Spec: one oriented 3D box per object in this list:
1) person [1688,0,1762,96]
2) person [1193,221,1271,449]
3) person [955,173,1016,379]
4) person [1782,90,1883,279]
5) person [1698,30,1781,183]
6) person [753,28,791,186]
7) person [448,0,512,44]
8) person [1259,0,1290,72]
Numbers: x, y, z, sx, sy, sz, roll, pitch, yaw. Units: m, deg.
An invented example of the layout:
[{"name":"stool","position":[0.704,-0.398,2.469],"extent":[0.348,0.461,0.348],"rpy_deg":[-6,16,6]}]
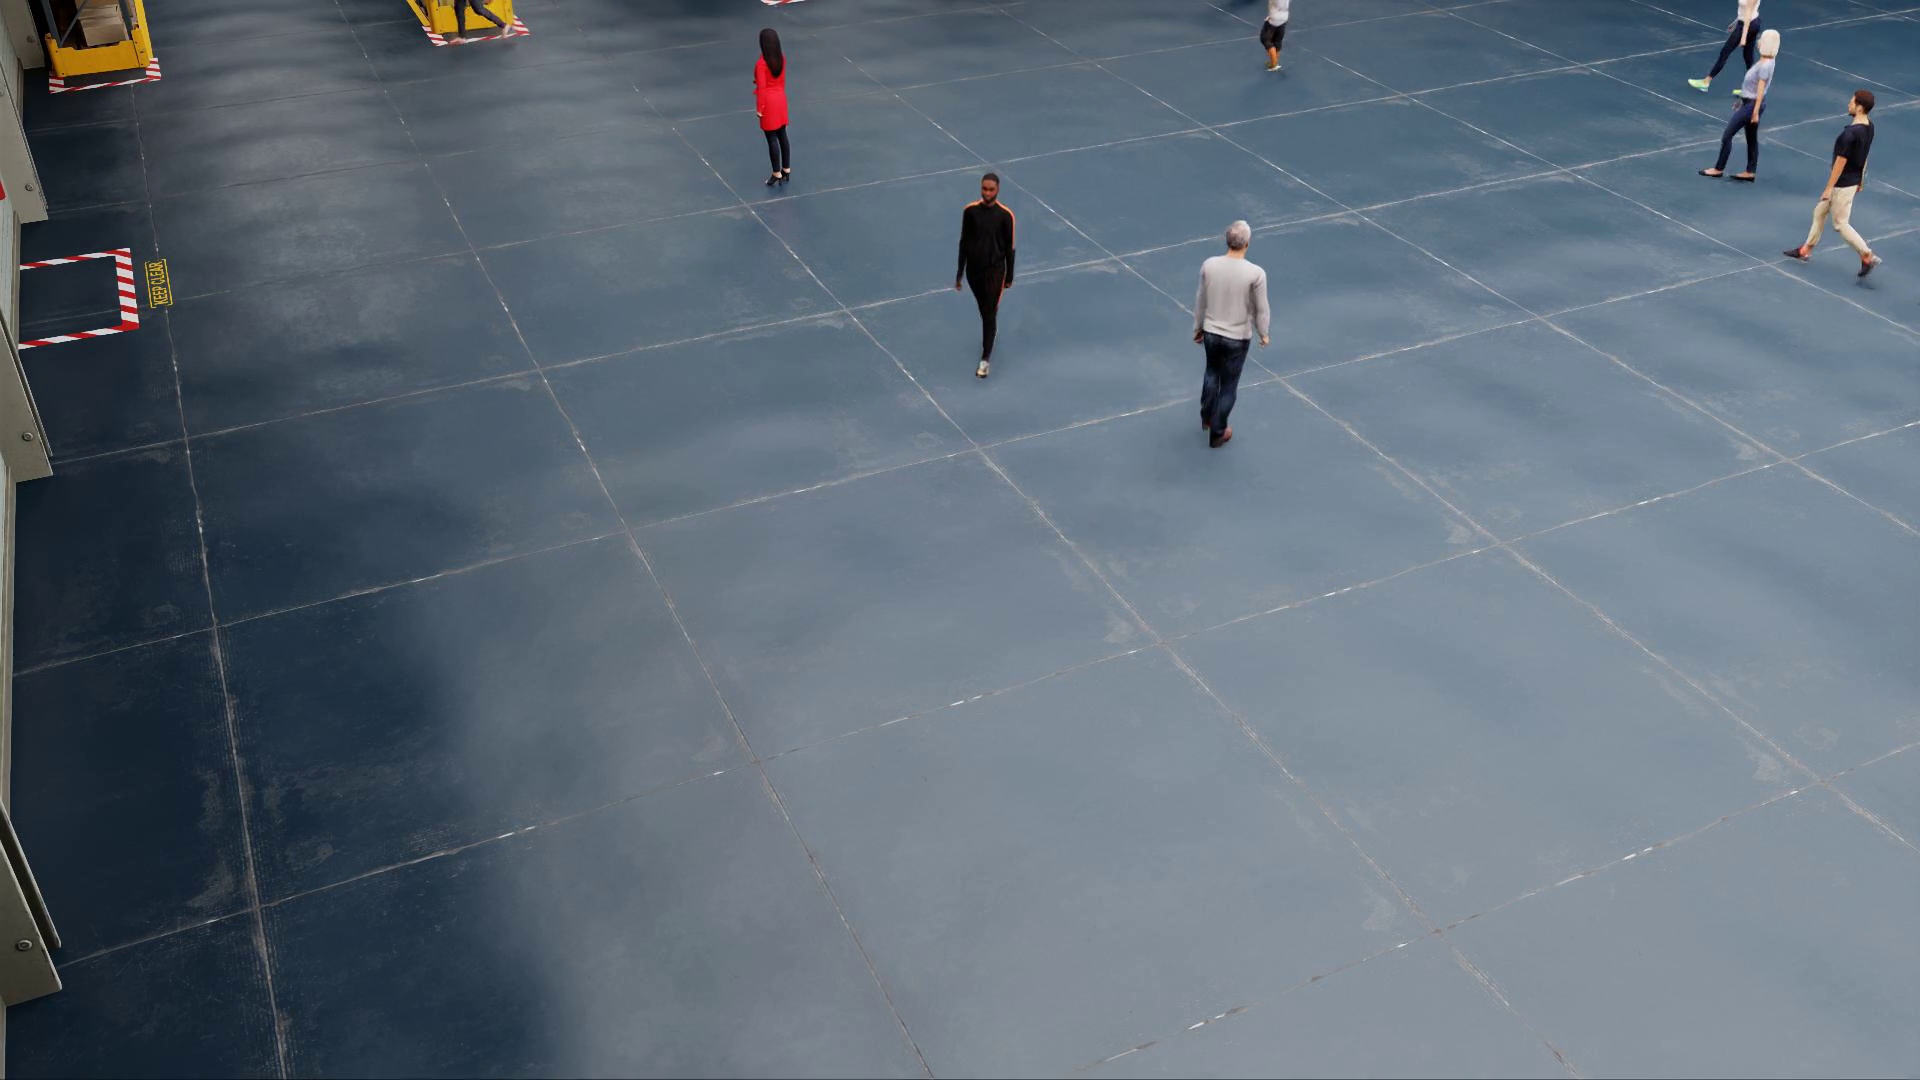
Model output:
[{"name":"person","position":[10.067,-6.448,21.126],"extent":[1.133,1.663,0.928],"rpy_deg":[21,39,29]},{"name":"person","position":[2.137,-1.615,13.487],"extent":[0.841,1.889,0.942],"rpy_deg":[21,38,29]},{"name":"person","position":[0.249,-2.422,14.845],"extent":[1.151,1.761,1.228],"rpy_deg":[10,34,15]},{"name":"person","position":[8.822,-3.459,16.394],"extent":[1.279,1.810,0.948],"rpy_deg":[28,42,36]},{"name":"person","position":[8.950,-4.825,18.594],"extent":[0.931,1.702,0.827],"rpy_deg":[19,38,27]},{"name":"person","position":[-2.091,-4.834,18.566],"extent":[0.770,1.748,0.734],"rpy_deg":[19,38,27]},{"name":"person","position":[-6.742,-7.734,23.041],"extent":[0.823,1.730,1.102],"rpy_deg":[-7,34,-10]},{"name":"person","position":[4.275,-7.039,22.229],"extent":[0.598,1.450,0.673],"rpy_deg":[-17,37,-24]}]
